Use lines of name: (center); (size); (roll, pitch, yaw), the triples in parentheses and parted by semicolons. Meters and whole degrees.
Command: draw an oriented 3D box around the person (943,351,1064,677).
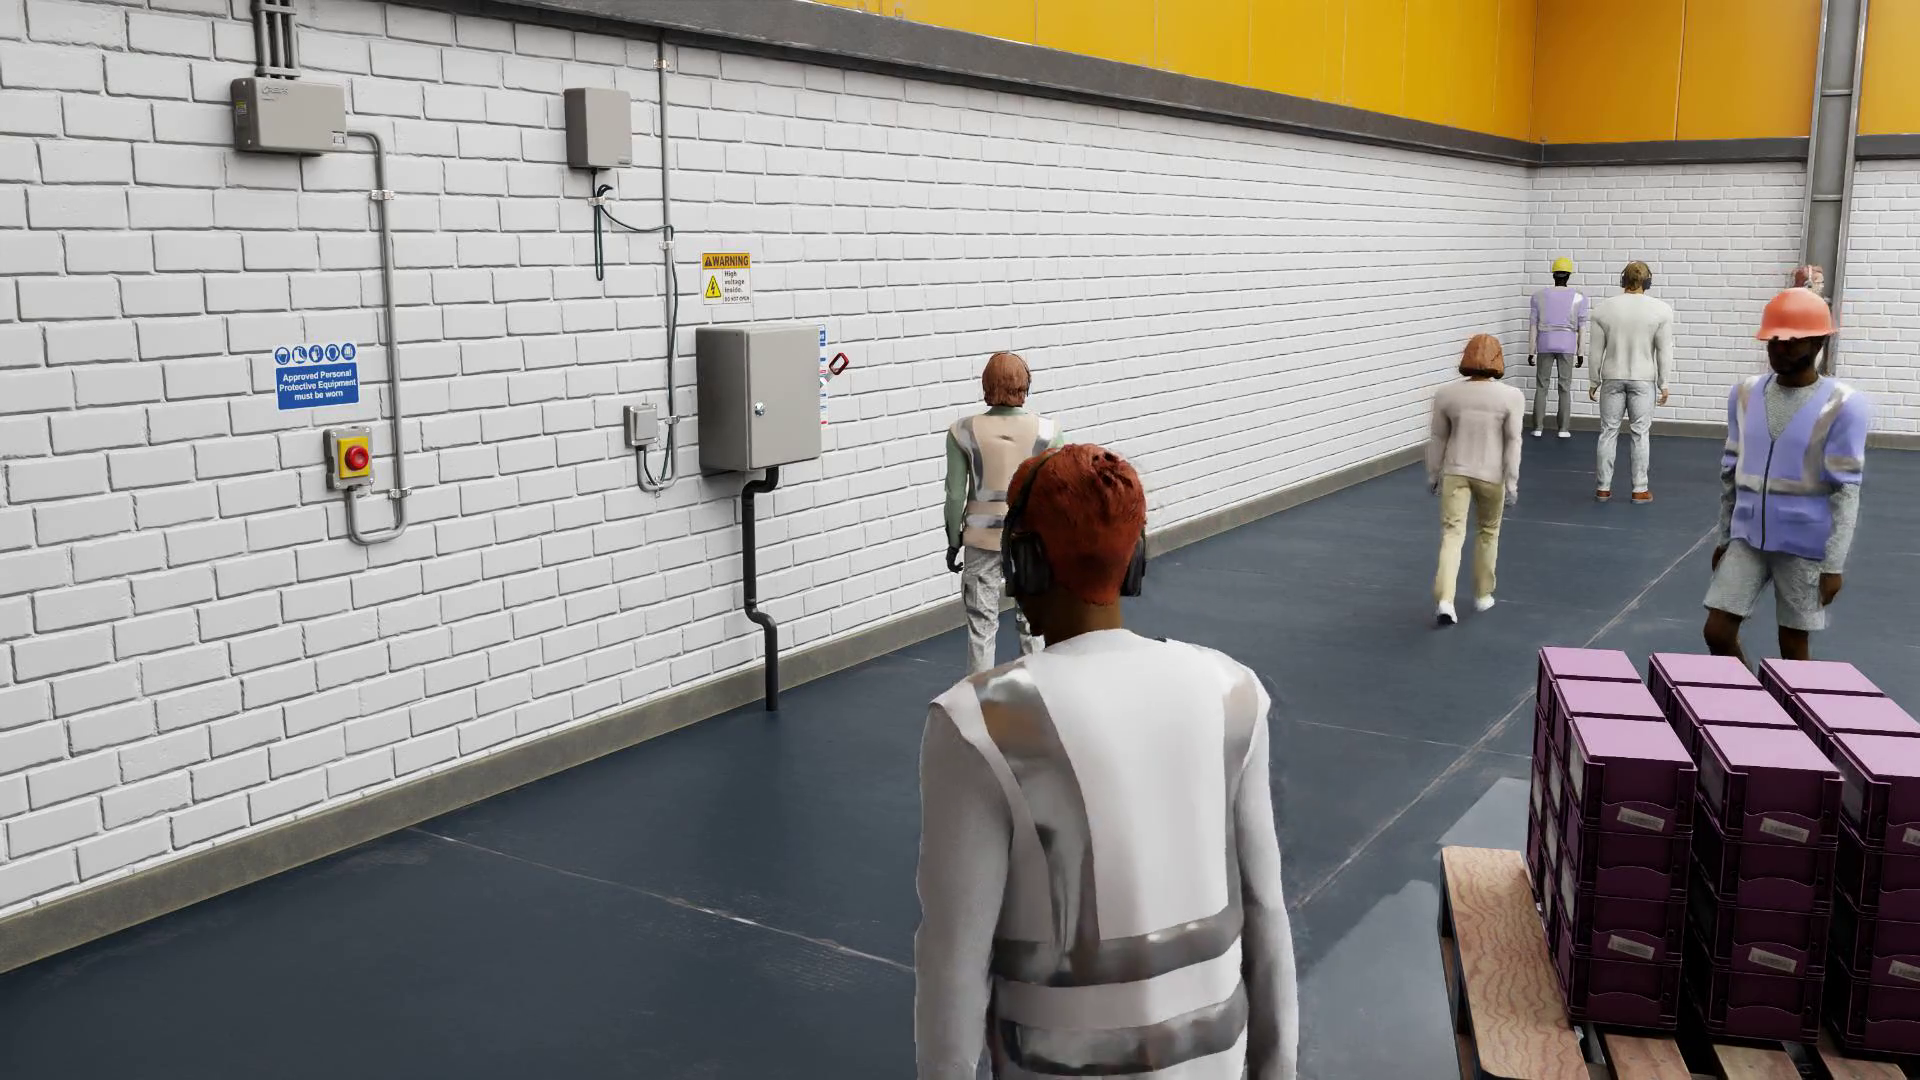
person: (0.191, 0.030, 7.012); (0.523, 1.639, 0.306); (0, 10, -3)

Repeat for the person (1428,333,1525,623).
person: (2.832, -0.344, 9.208); (0.510, 1.597, 0.832); (5, 11, 26)

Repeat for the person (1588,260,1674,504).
person: (5.356, -1.258, 13.321); (0.635, 1.939, 0.361); (6, 12, 30)

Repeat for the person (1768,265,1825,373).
person: (7.080, -1.400, 14.254); (0.542, 1.893, 0.658); (2, 10, 10)

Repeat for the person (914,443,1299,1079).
person: (0.265, 0.791, 2.305); (0.602, 1.835, 0.991); (-6, 12, -31)

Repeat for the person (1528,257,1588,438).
person: (6.350, -2.039, 17.708); (0.584, 1.920, 0.388); (3, 11, 18)

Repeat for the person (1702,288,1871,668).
person: (3.088, 0.013, 6.323); (0.529, 1.919, 0.579); (-7, 13, -35)
